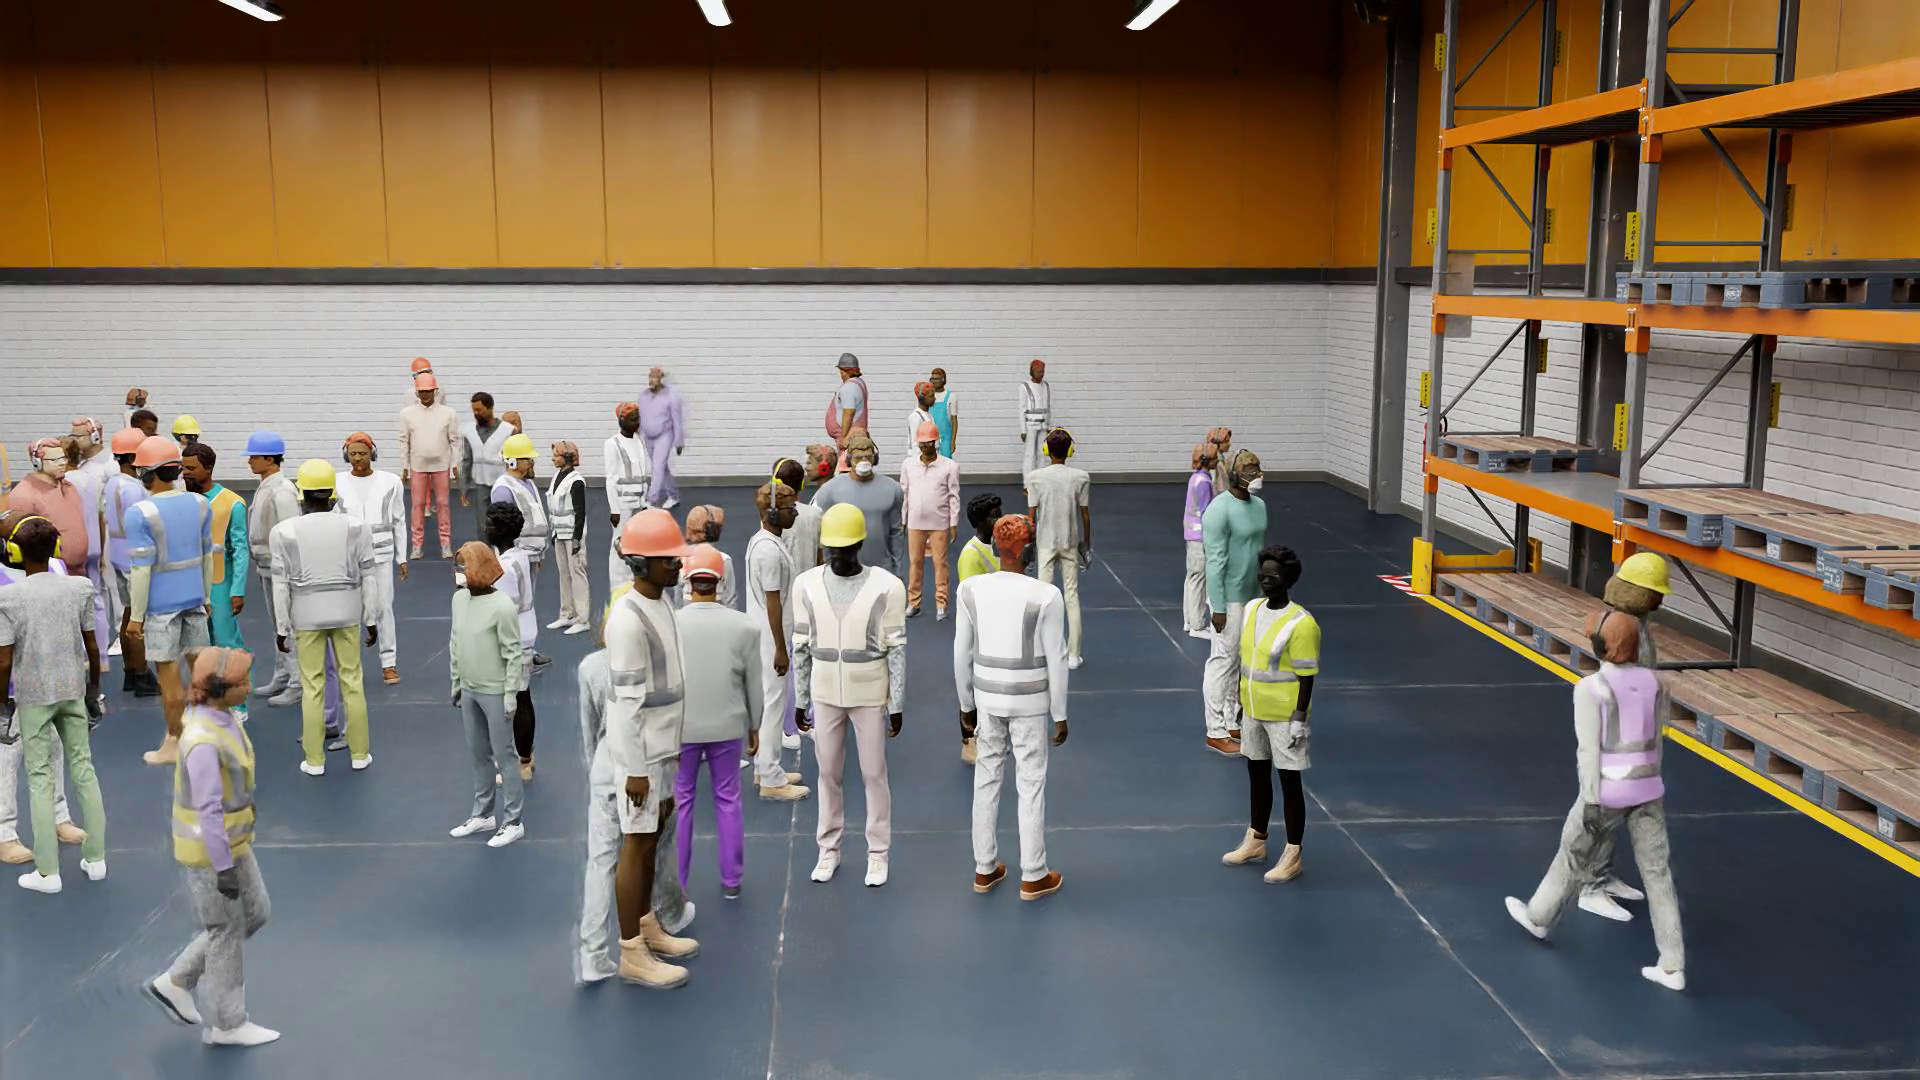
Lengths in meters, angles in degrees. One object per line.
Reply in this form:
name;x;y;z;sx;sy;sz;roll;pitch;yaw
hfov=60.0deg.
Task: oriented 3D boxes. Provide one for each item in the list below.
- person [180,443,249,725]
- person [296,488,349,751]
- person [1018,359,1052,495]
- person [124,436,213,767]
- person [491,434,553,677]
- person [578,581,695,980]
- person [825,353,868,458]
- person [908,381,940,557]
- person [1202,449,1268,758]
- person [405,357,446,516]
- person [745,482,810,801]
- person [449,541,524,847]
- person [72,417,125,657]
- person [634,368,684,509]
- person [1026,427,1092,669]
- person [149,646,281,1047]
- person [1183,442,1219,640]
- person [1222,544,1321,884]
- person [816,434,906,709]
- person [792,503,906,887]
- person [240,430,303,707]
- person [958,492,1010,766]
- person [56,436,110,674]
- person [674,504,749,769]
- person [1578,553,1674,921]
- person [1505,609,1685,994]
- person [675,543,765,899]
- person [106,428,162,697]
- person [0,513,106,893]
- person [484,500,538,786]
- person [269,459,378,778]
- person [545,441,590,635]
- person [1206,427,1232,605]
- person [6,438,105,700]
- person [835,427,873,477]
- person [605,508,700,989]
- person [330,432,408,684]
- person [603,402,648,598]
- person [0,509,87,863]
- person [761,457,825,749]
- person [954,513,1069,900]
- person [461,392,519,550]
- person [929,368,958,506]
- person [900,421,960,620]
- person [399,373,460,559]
person;-5.022;0.302;11.147;0.590;1.919;0.392;3;10;18
person;-4.061;0.459;10.624;0.535;1.771;0.306;7;11;36
person;1.041;-1.541;22.855;0.589;1.878;0.370;-8;12;-42
person;-4.880;0.380;10.264;0.377;2.045;0.605;4;10;22
person;-3.320;0.109;12.626;0.404;1.833;0.592;0;9;2
person;-1.443;1.022;7.309;0.495;1.698;0.893;2;9;10
person;-1.461;-1.386;21.359;0.537;2.000;0.683;2;9;11
person;-0.388;-0.769;17.984;0.344;1.880;0.584;2;9;11
person;1.761;0.388;10.545;0.372;1.940;0.629;7;11;36
person;-6.731;-1.299;20.952;0.378;1.996;0.611;6;11;33
person;-1.066;0.580;9.627;0.333;1.844;0.515;-2;9;-13
person;-2.527;0.811;8.841;0.507;1.632;0.268;7;11;36
person;-6.873;-0.025;13.239;0.644;1.907;0.400;4;10;25
person;-3.874;-1.278;21.283;0.644;1.855;1.036;6;11;31
person;0.745;0.066;12.779;0.537;1.869;0.312;-1;9;-4
person;-2.891;1.198;6.423;0.444;1.621;0.539;-2;9;-14
person;2.021;0.001;13.901;0.313;1.642;0.513;0;9;0
person;1.568;0.859;8.339;0.318;1.698;0.535;-6;11;-31
person;-0.678;0.232;11.520;0.637;1.938;0.355;-3;10;-20
person;-0.555;0.764;8.247;0.586;1.920;0.397;2;9;13
person;-4.810;0.195;11.722;0.395;1.949;0.602;-6;11;-35
person;0.151;0.546;10.303;0.315;1.696;0.541;3;9;17
person;-6.632;0.133;12.483;0.359;1.834;0.524;3;10;18
person;-1.541;0.601;10.150;0.514;1.637;0.307;7;11;38
person;3.165;0.912;7.893;0.330;1.733;0.488;6;11;34
person;2.834;1.095;7.244;0.528;1.573;0.906;-4;10;-23
person;-1.237;0.883;8.054;0.577;1.737;0.354;-3;9;-15
person;-5.919;0.159;11.983;0.356;1.938;0.543;-8;12;-41
person;-4.483;0.795;8.188;0.328;1.877;0.510;7;12;38
person;-2.684;0.609;9.912;0.318;1.697;0.535;-1;9;-8
person;-3.830;0.470;10.053;0.594;1.930;0.354;-5;10;-27
person;-3.315;-0.027;14.082;0.308;1.641;0.514;-7;12;-38
person;2.346;-0.220;15.296;0.311;1.638;0.521;3;9;17
person;-6.268;0.241;11.565;0.408;1.906;0.653;1;9;5
person;-0.968;-0.239;15.476;0.277;1.628;0.502;7;11;38
person;-1.311;0.876;7.150;0.397;2.043;0.609;0;9;3
person;-4.377;0.142;12.258;0.584;1.882;0.339;-3;10;-19
person;-3.017;-0.315;15.124;0.337;1.882;0.585;3;10;19
person;-4.858;0.745;8.656;0.432;1.836;0.632;4;10;22
person;-1.078;0.402;10.668;0.309;1.870;0.535;9;13;44
person;0.258;0.806;8.087;0.585;1.882;0.343;4;10;26
person;-4.578;-0.511;16.338;0.608;1.896;0.439;3;10;20
person;-0.276;-1.288;21.358;0.509;1.846;0.342;4;10;24
person;-0.279;-0.168;14.607;0.563;1.752;0.327;2;9;15
person;-5.654;-0.789;17.752;0.612;1.995;0.392;-3;9;-16
